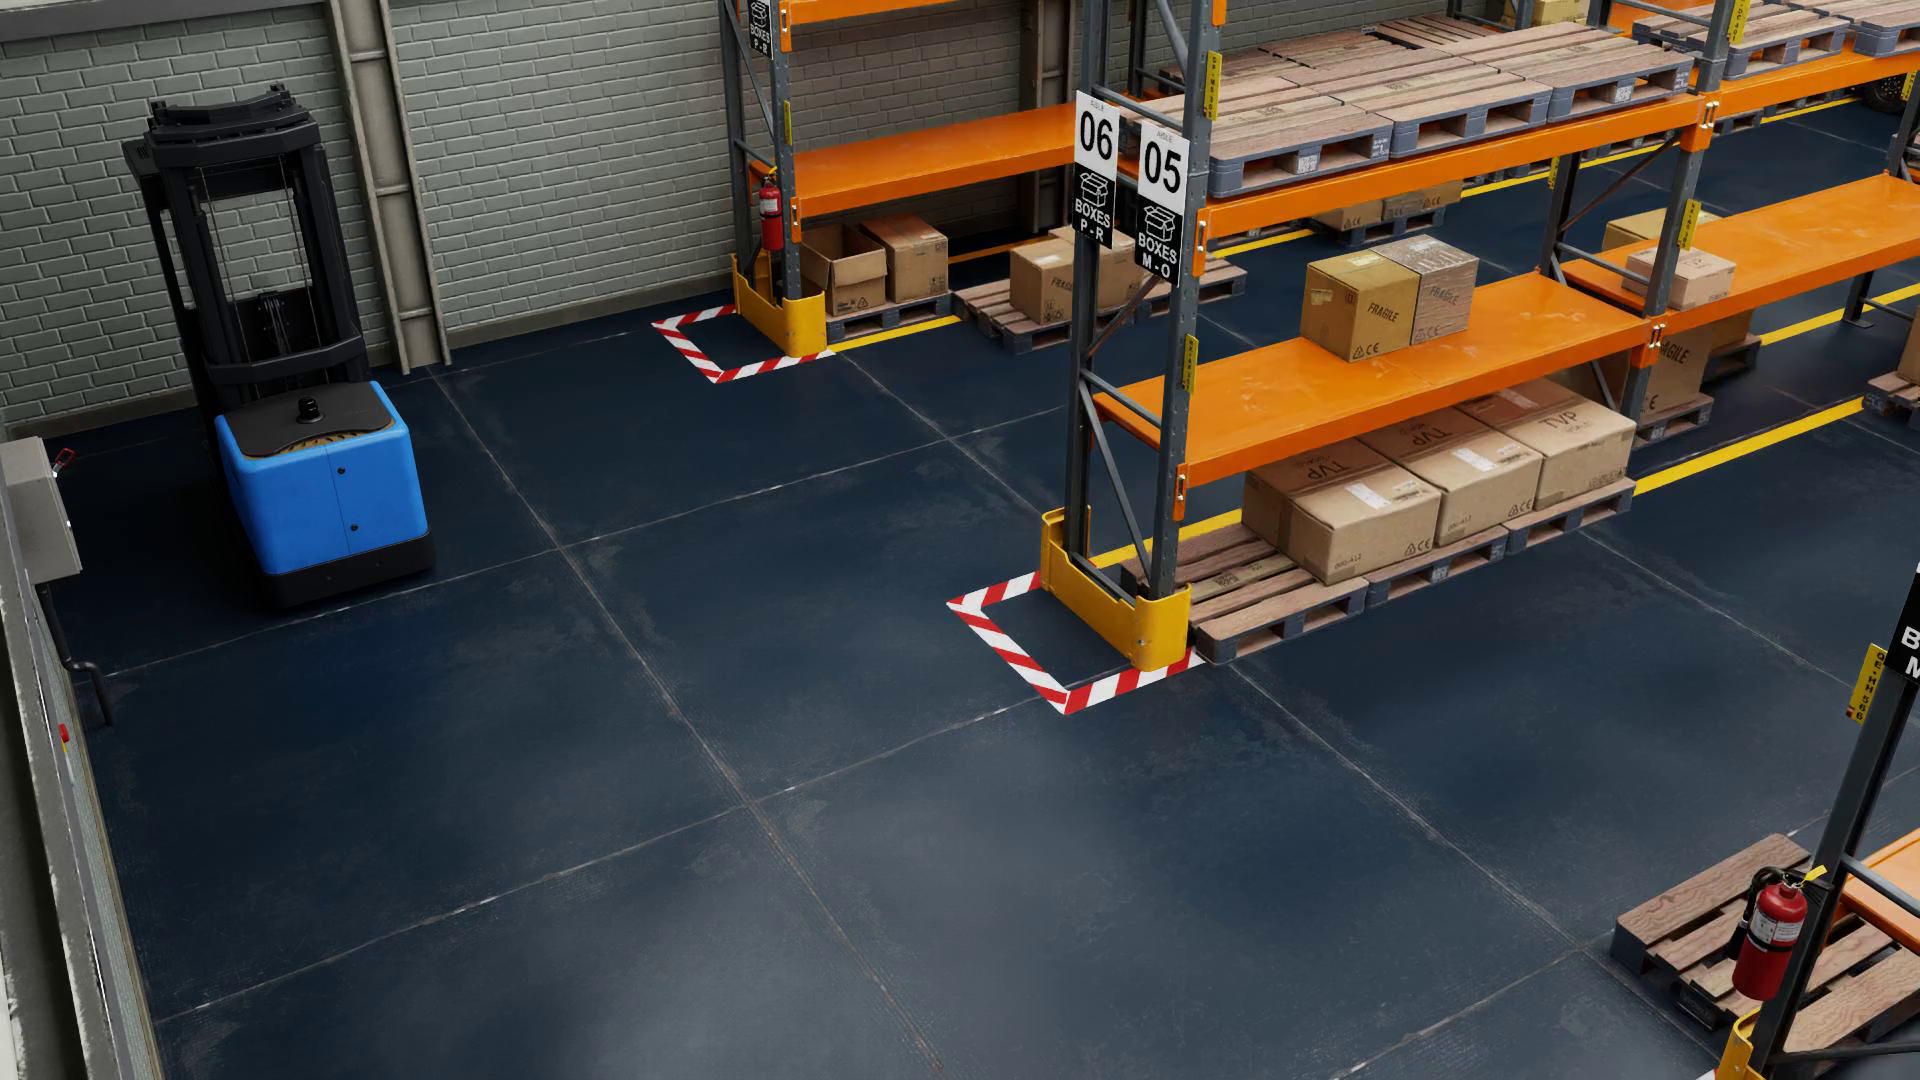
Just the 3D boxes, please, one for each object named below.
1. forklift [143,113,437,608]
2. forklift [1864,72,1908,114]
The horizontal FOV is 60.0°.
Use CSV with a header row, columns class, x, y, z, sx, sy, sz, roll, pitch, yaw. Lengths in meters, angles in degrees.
class,x,y,z,sx,sy,sz,roll,pitch,yaw
forklift,-4.289,-1.259,10.509,1.129,2.768,1.873,-17,36,-26
forklift,11.468,-5.645,18.244,1.214,2.155,2.313,-17,36,-26
